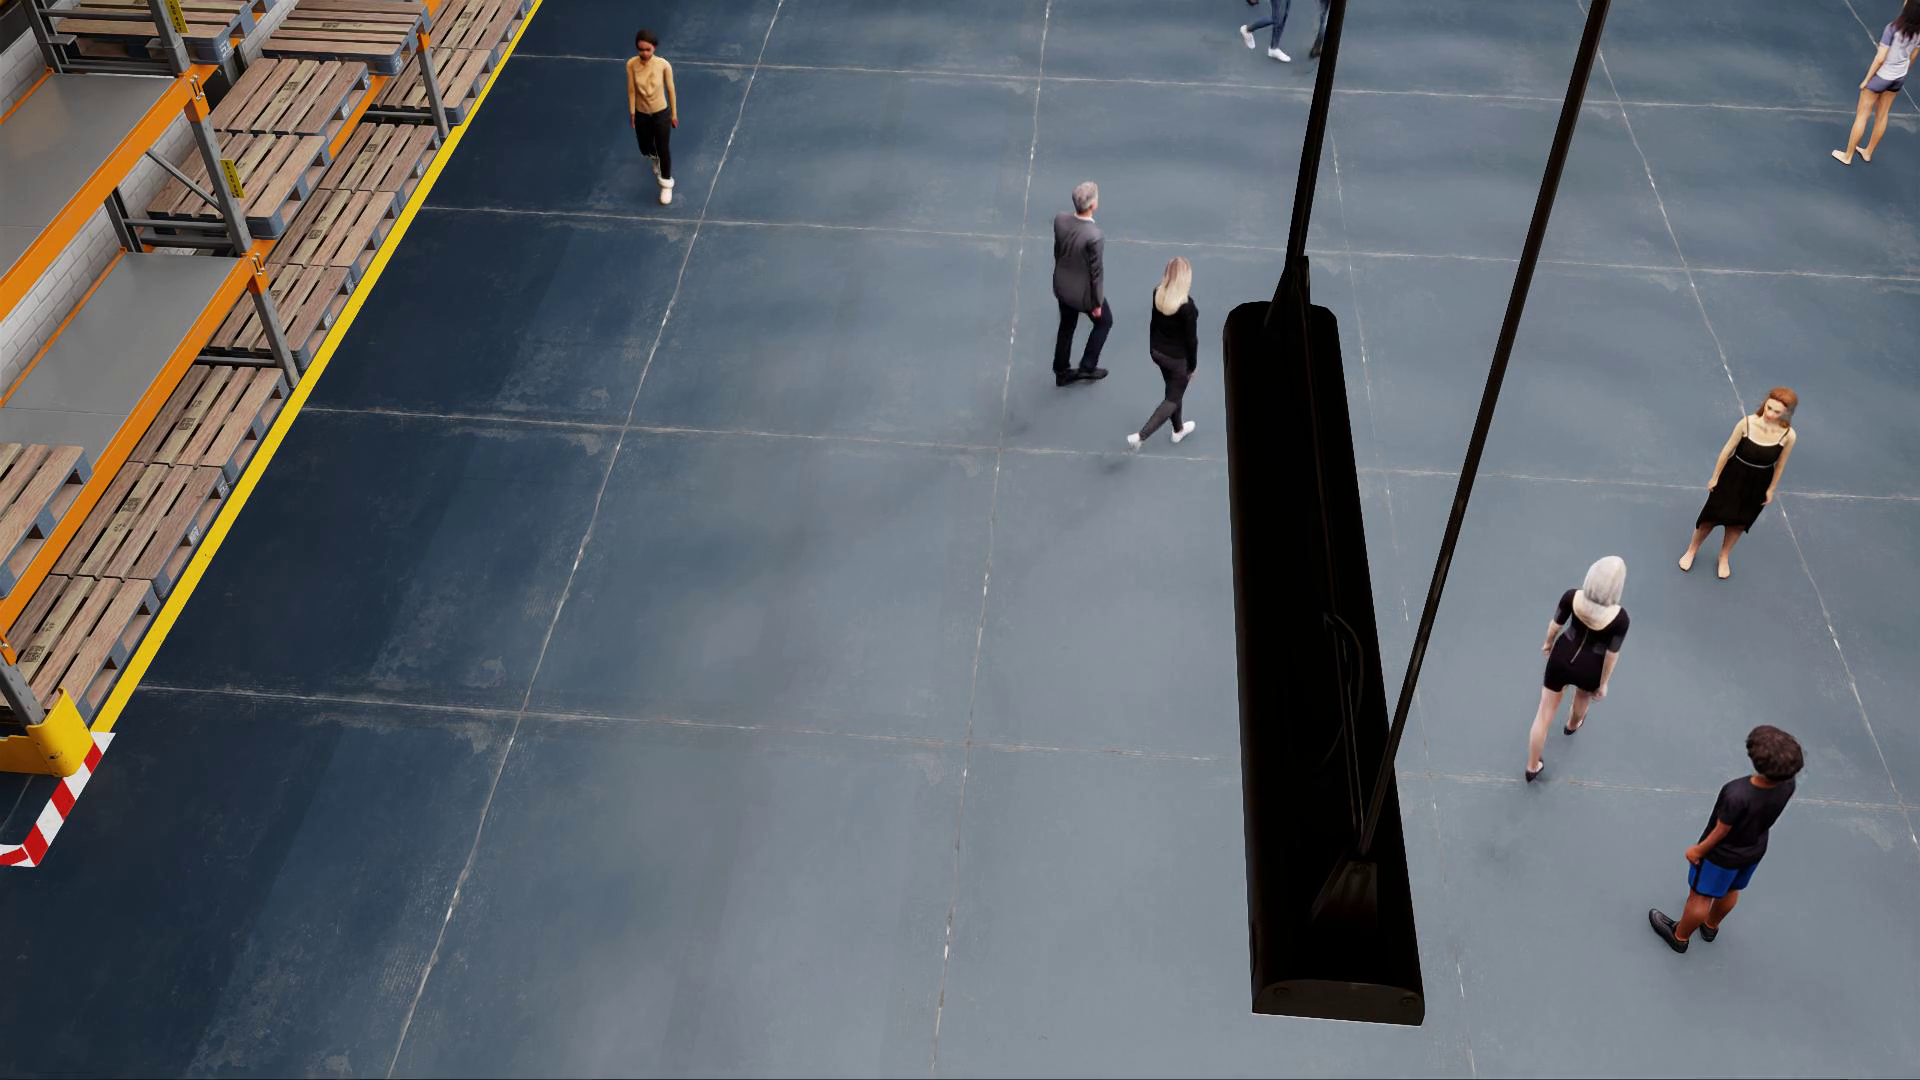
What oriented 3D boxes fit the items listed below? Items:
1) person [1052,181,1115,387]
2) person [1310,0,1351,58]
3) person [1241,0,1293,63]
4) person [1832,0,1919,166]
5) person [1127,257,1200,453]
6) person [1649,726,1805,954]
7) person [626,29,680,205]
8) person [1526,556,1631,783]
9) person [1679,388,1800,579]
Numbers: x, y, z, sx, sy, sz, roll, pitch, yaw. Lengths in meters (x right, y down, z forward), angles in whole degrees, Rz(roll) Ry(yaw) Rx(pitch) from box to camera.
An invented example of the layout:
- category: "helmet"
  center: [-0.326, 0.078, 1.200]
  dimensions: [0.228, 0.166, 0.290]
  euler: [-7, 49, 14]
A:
- category: "person"
  center: [0.886, -1.946, 13.059]
  dimensions: [0.937, 1.822, 0.883]
  euler: [-31, 52, -29]
- category: "person"
  center: [3.844, -5.669, 17.353]
  dimensions: [0.787, 1.291, 0.932]
  euler: [26, 50, 25]
- category: "person"
  center: [3.237, -5.777, 17.157]
  dimensions: [0.912, 1.717, 0.870]
  euler: [29, 51, 27]
- category: "person"
  center: [8.717, -4.352, 15.649]
  dimensions: [0.639, 1.734, 0.604]
  euler: [-8, 44, -8]
- category: "person"
  center: [1.527, -1.323, 12.529]
  dimensions: [1.081, 1.652, 1.024]
  euler: [-28, 50, -26]
- category: "person"
  center: [4.308, 1.696, 9.258]
  dimensions: [0.687, 1.792, 0.690]
  euler: [-13, 45, -13]
- category: "person"
  center: [-2.816, -3.948, 15.287]
  dimensions: [0.611, 1.648, 0.835]
  euler: [1, 44, 1]
- category: "person"
  center: [3.716, 0.841, 10.145]
  dimensions: [0.906, 1.807, 1.072]
  euler: [26, 49, 24]
- category: "person"
  center: [5.470, -0.410, 11.591]
  dimensions: [0.641, 1.624, 0.645]
  euler: [15, 46, 15]
